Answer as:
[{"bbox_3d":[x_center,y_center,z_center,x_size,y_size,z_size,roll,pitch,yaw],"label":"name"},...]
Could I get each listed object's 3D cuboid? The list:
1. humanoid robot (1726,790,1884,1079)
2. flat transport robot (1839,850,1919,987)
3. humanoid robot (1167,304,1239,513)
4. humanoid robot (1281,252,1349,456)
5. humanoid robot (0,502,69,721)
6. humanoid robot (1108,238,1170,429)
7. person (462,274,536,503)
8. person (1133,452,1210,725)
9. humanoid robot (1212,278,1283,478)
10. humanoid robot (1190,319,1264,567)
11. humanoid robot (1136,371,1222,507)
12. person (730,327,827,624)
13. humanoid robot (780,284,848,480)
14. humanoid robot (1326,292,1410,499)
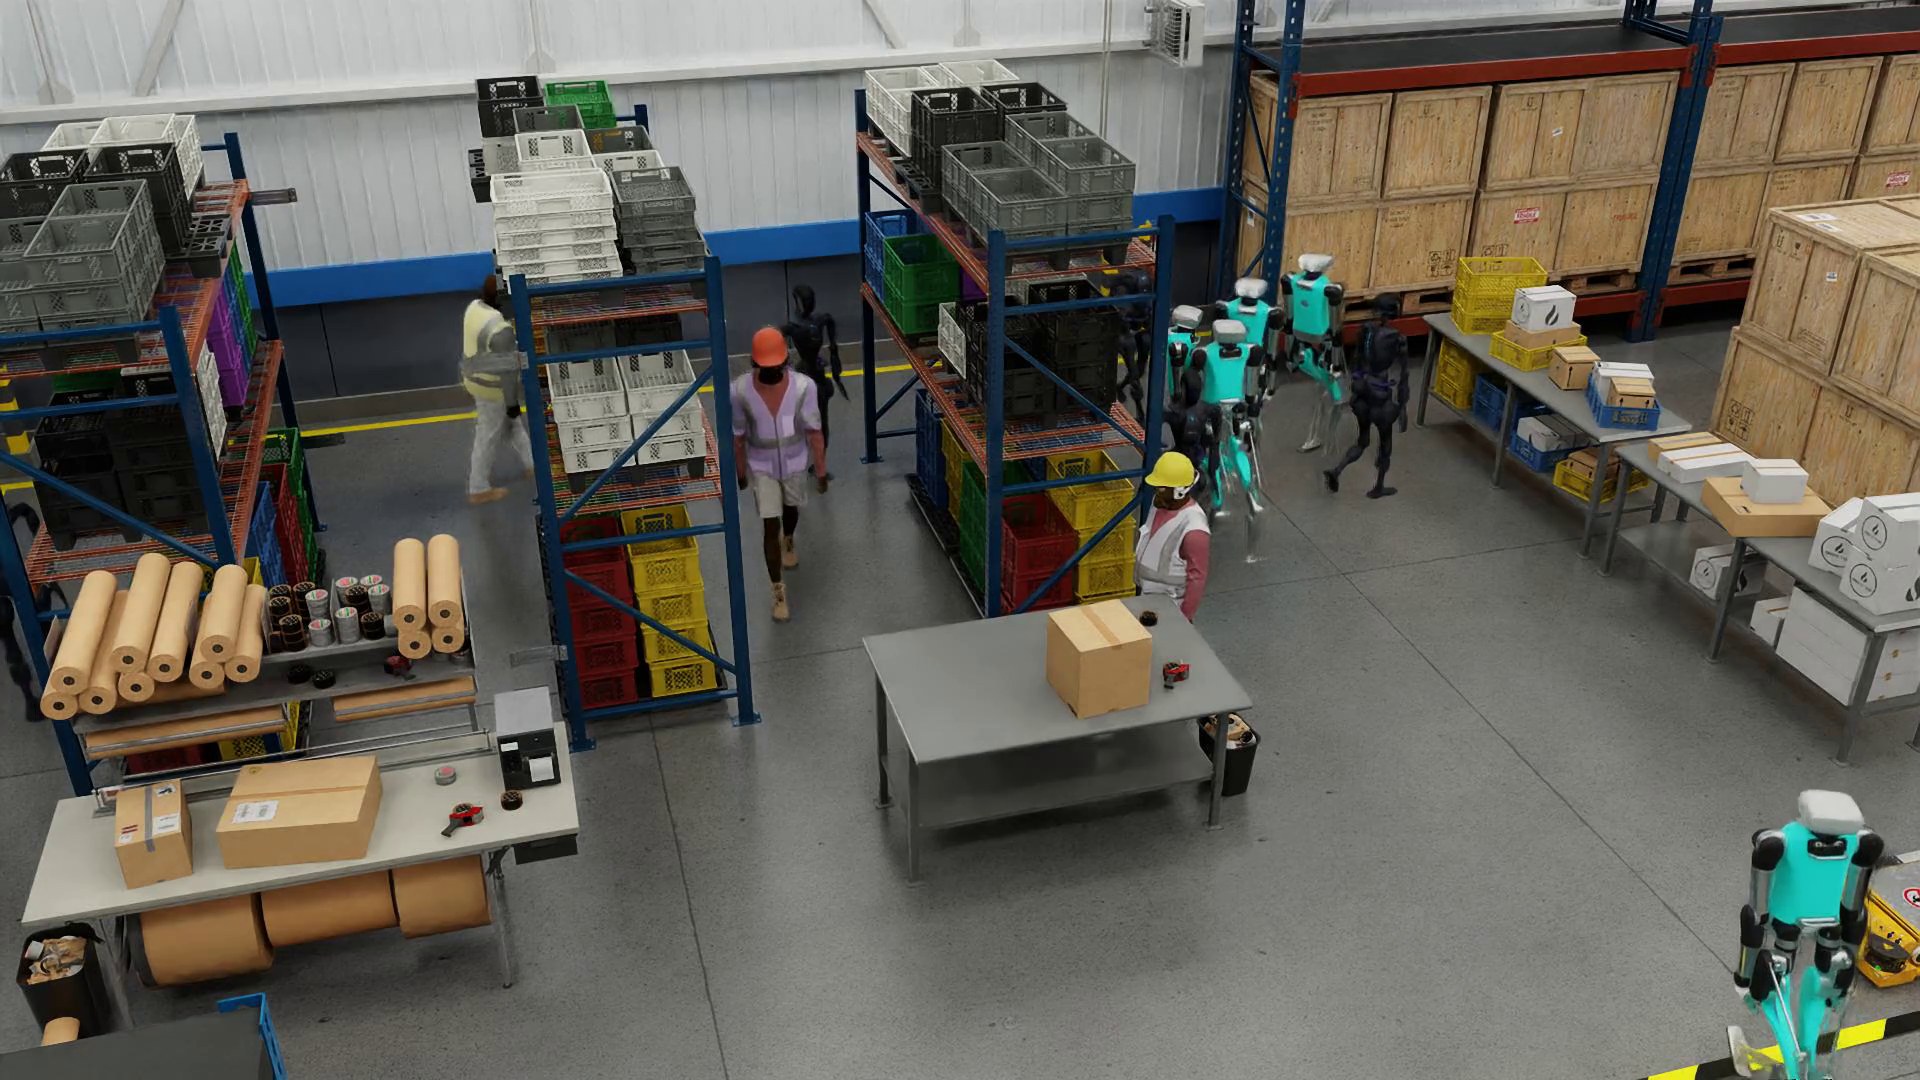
[{"bbox_3d":[3.631,1.948,7.090,0.531,1.724,1.028,-1,29,-2],"label":"humanoid robot"},{"bbox_3d":[5.163,1.916,8.676,1.431,0.231,0.659,-8,30,-14],"label":"flat transport robot"},{"bbox_3d":[1.822,-0.884,12.106,0.735,1.677,0.533,6,29,11],"label":"humanoid robot"},{"bbox_3d":[2.907,-1.495,13.373,0.548,1.805,0.721,23,36,35],"label":"humanoid robot"},{"bbox_3d":[-5.828,0.295,10.170,0.595,1.644,0.503,-11,31,-19],"label":"humanoid robot"},{"bbox_3d":[1.464,-1.796,14.025,0.591,1.644,0.737,-10,30,-18],"label":"humanoid robot"},{"bbox_3d":[-3.479,-1.176,12.737,0.881,1.788,0.643,-16,33,-27],"label":"person"},{"bbox_3d":[1.240,0.305,9.982,0.404,1.830,0.602,-9,30,-16],"label":"person"},{"bbox_3d":[2.214,-1.236,12.951,0.531,1.838,0.759,8,30,14],"label":"humanoid robot"},{"bbox_3d":[1.926,-0.606,11.772,0.530,1.804,0.793,-5,29,-9],"label":"humanoid robot"},{"bbox_3d":[1.521,-0.466,11.621,0.611,1.615,0.790,-6,29,-12],"label":"humanoid robot"},{"bbox_3d":[-1.239,-0.543,11.357,0.620,1.999,1.032,-6,29,-10],"label":"person"},{"bbox_3d":[-1.170,-1.205,12.889,0.586,1.651,0.353,-21,35,-33],"label":"humanoid robot"},{"bbox_3d":[3.136,-1.078,12.662,0.500,1.640,0.606,-18,34,-30],"label":"humanoid robot"}]
